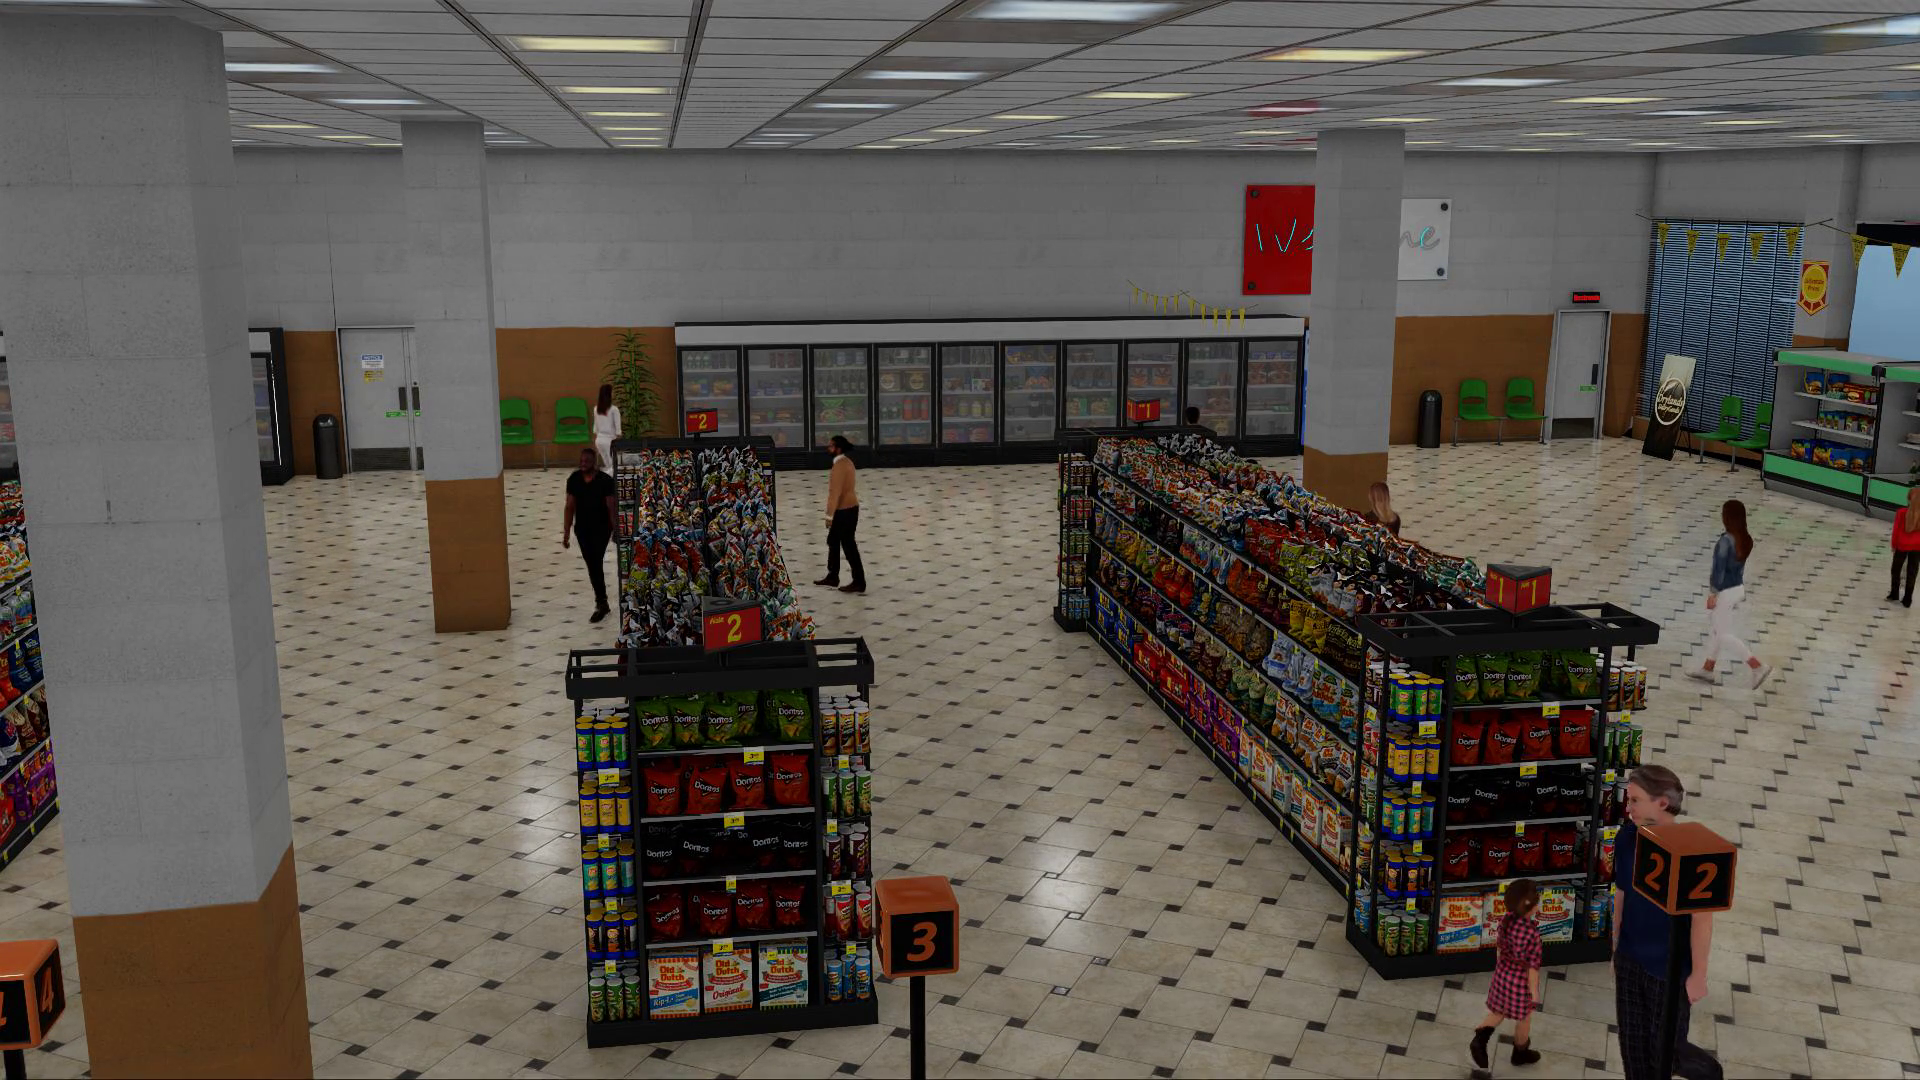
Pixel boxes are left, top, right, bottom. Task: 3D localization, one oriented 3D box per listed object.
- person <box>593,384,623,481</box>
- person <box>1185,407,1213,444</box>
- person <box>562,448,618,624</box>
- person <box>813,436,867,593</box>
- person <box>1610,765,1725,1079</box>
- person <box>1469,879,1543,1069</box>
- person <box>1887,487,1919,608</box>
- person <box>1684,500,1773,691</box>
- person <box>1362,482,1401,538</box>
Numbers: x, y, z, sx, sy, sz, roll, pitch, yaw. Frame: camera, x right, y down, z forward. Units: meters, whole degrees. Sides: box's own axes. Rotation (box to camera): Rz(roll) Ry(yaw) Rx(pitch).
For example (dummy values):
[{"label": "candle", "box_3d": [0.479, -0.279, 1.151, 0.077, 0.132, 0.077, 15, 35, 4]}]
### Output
[{"label": "person", "box_3d": [-5.006, -1.350, 23.515, 0.912, 1.673, 1.040, 5, 13, 23]}, {"label": "person", "box_3d": [2.852, -0.731, 20.311, 0.642, 1.781, 0.572, -3, 12, -13]}, {"label": "person", "box_3d": [-3.750, -0.078, 17.194, 0.855, 1.788, 0.938, 4, 12, 17]}, {"label": "person", "box_3d": [-1.192, -0.274, 18.262, 0.865, 1.731, 0.881, 1, 12, 5]}, {"label": "person", "box_3d": [3.228, 1.918, 7.594, 0.930, 1.837, 0.966, -8, 14, -33]}, {"label": "person", "box_3d": [2.755, 2.186, 8.329, 0.608, 1.011, 0.666, -6, 13, -27]}, {"label": "person", "box_3d": [10.097, 0.085, 17.675, 0.649, 1.271, 0.720, 4, 13, 19]}, {"label": "person", "box_3d": [6.853, 0.509, 14.675, 0.968, 1.678, 1.113, -11, 16, -43]}, {"label": "person", "box_3d": [3.924, 0.330, 15.549, 0.798, 1.668, 1.149, -5, 13, -24]}]
